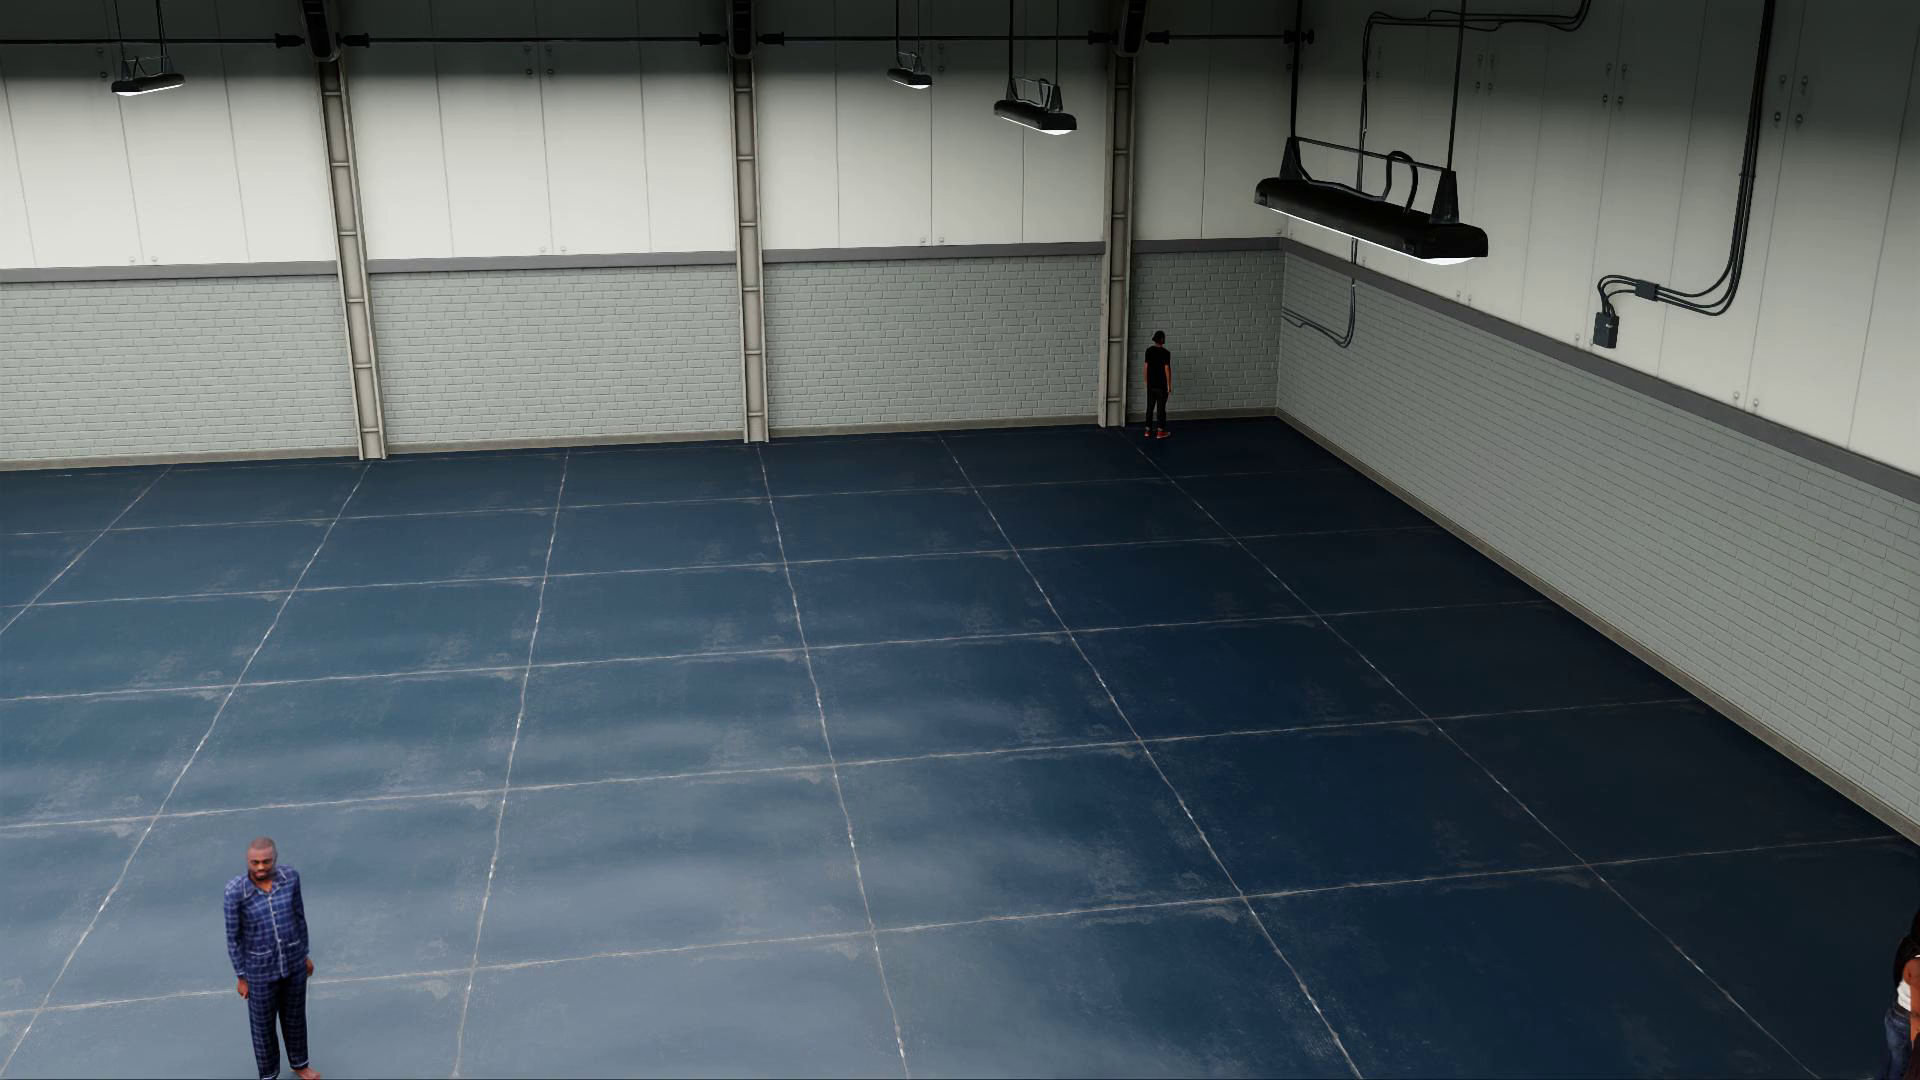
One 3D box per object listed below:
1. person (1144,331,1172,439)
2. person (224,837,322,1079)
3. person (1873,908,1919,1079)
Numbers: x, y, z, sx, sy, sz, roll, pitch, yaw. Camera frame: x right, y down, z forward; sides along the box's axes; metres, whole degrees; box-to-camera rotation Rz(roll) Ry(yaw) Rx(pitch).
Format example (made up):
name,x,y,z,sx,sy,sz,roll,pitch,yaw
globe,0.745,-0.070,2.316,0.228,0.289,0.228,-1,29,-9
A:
name,x,y,z,sx,sy,sz,roll,pitch,yaw
person,3.231,-2.556,27.209,0.719,1.758,0.768,14,22,36
person,-4.462,2.748,10.812,0.725,1.825,0.829,-16,24,-40
person,5.757,2.994,10.082,0.782,1.808,0.751,8,20,23
